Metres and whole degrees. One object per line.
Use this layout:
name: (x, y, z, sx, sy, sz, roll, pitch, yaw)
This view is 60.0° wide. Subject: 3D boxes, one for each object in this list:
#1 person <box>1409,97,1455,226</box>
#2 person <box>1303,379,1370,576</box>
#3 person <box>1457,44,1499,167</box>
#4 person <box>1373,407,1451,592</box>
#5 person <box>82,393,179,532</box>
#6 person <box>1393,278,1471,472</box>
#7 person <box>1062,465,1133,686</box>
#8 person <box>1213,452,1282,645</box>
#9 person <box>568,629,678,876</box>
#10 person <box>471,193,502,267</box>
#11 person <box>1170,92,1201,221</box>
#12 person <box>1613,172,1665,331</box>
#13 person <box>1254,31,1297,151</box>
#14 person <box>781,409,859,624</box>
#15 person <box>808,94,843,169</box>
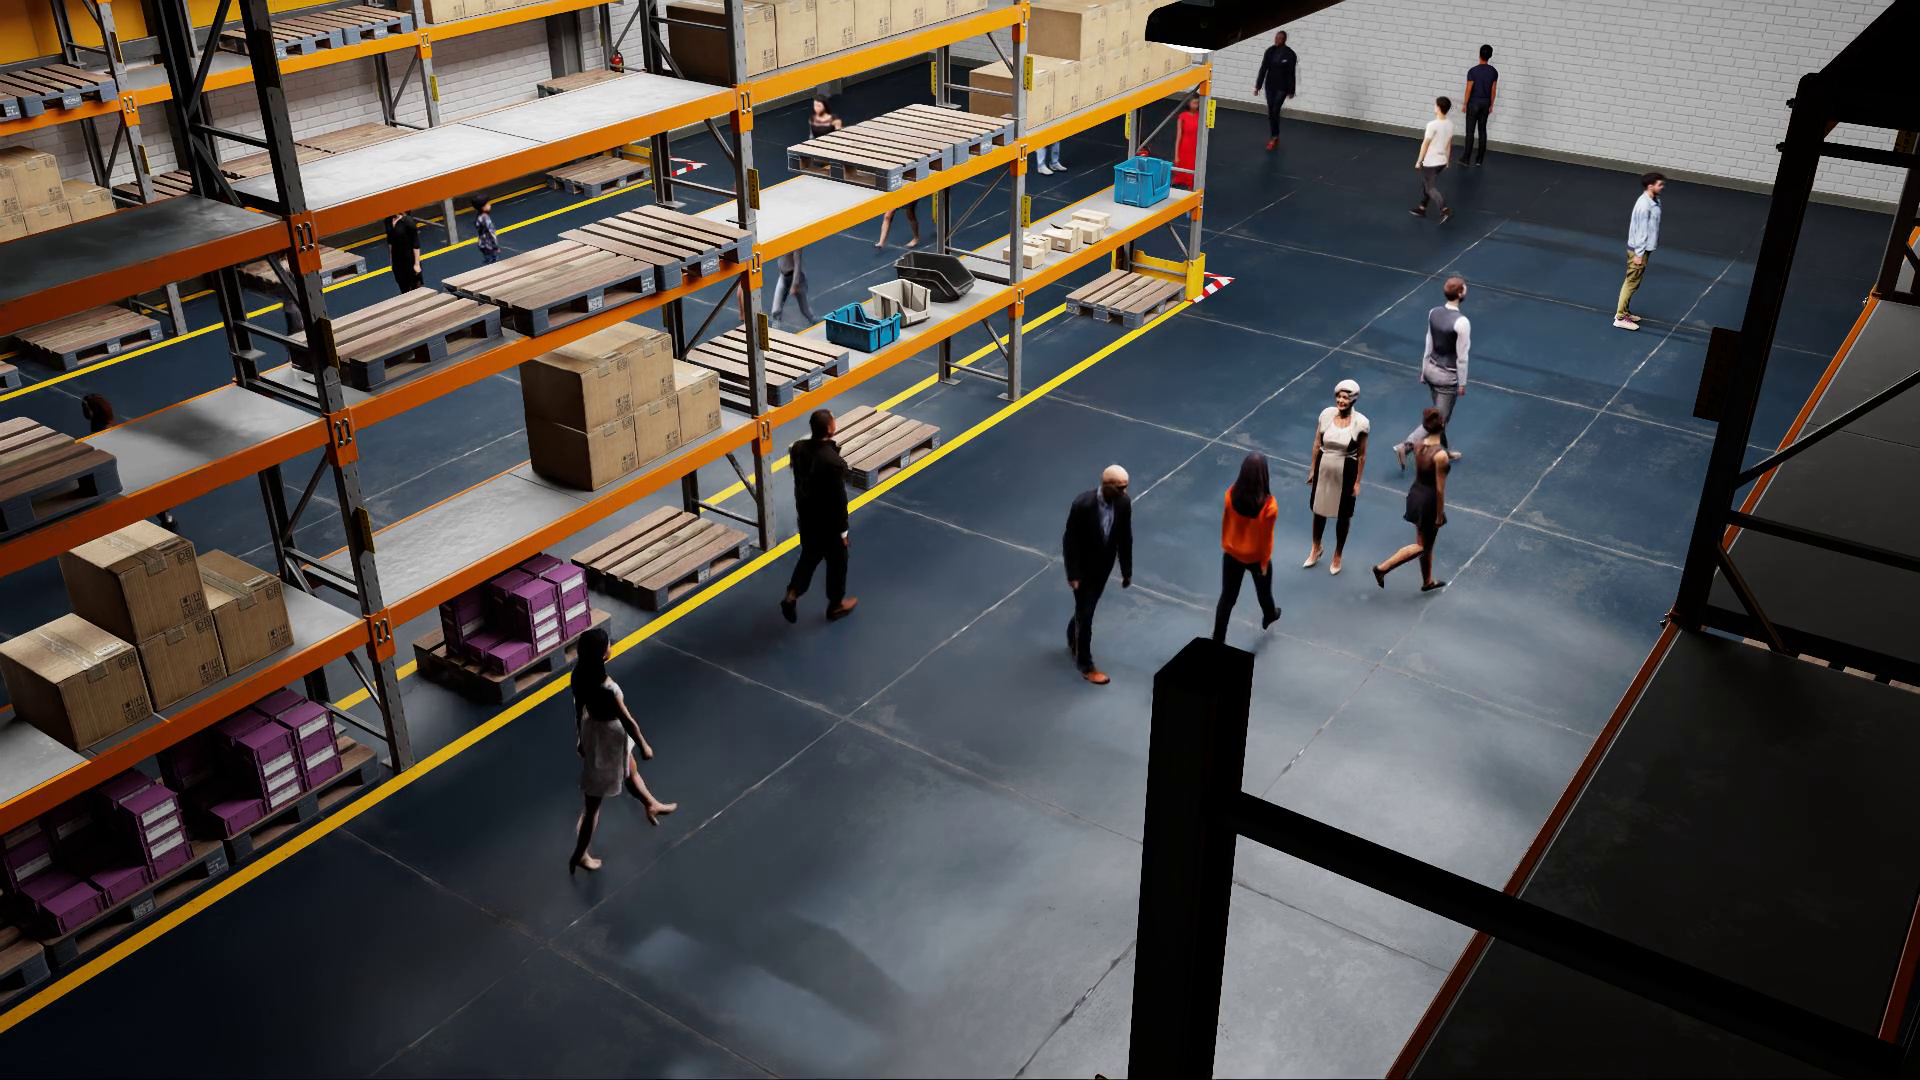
person: (6.509, -5.141, 22.645, 1.067, 1.696, 0.904, -20, 34, -32)
person: (3.208, -0.546, 14.161, 0.628, 1.756, 0.529, 17, 33, 28)
person: (7.860, -6.587, 25.196, 0.707, 1.793, 0.746, -3, 29, -5)
person: (3.783, -0.282, 13.785, 1.035, 1.651, 0.931, -7, 29, -12)
person: (-7.330, -0.602, 14.588, 0.666, 1.444, 1.026, 24, 37, 36)
person: (4.535, -1.545, 15.828, 1.210, 1.913, 1.045, -11, 31, -20)
person: (0.995, 0.169, 12.857, 1.070, 1.749, 1.048, -10, 30, -17)
person: (2.166, 0.184, 12.883, 0.642, 1.698, 1.114, 20, 34, 32)
person: (-2.342, 1.404, 10.609, 1.155, 1.734, 0.781, -24, 37, -36)
person: (-5.826, -3.610, 20.327, 0.911, 1.229, 0.712, -16, 32, -26)
person: (3.129, -5.326, 22.950, 0.905, 1.731, 0.956, -7, 29, -13)
person: (7.868, -3.366, 19.272, 0.775, 1.812, 0.566, 12, 31, 21)
person: (5.036, -7.087, 26.108, 0.867, 1.797, 0.792, -23, 36, -35)
person: (-1.157, -0.137, 13.279, 0.704, 1.882, 1.012, 18, 33, 29)
person: (-1.814, -5.288, 22.909, 0.770, 1.702, 0.890, 10, 30, 18)
